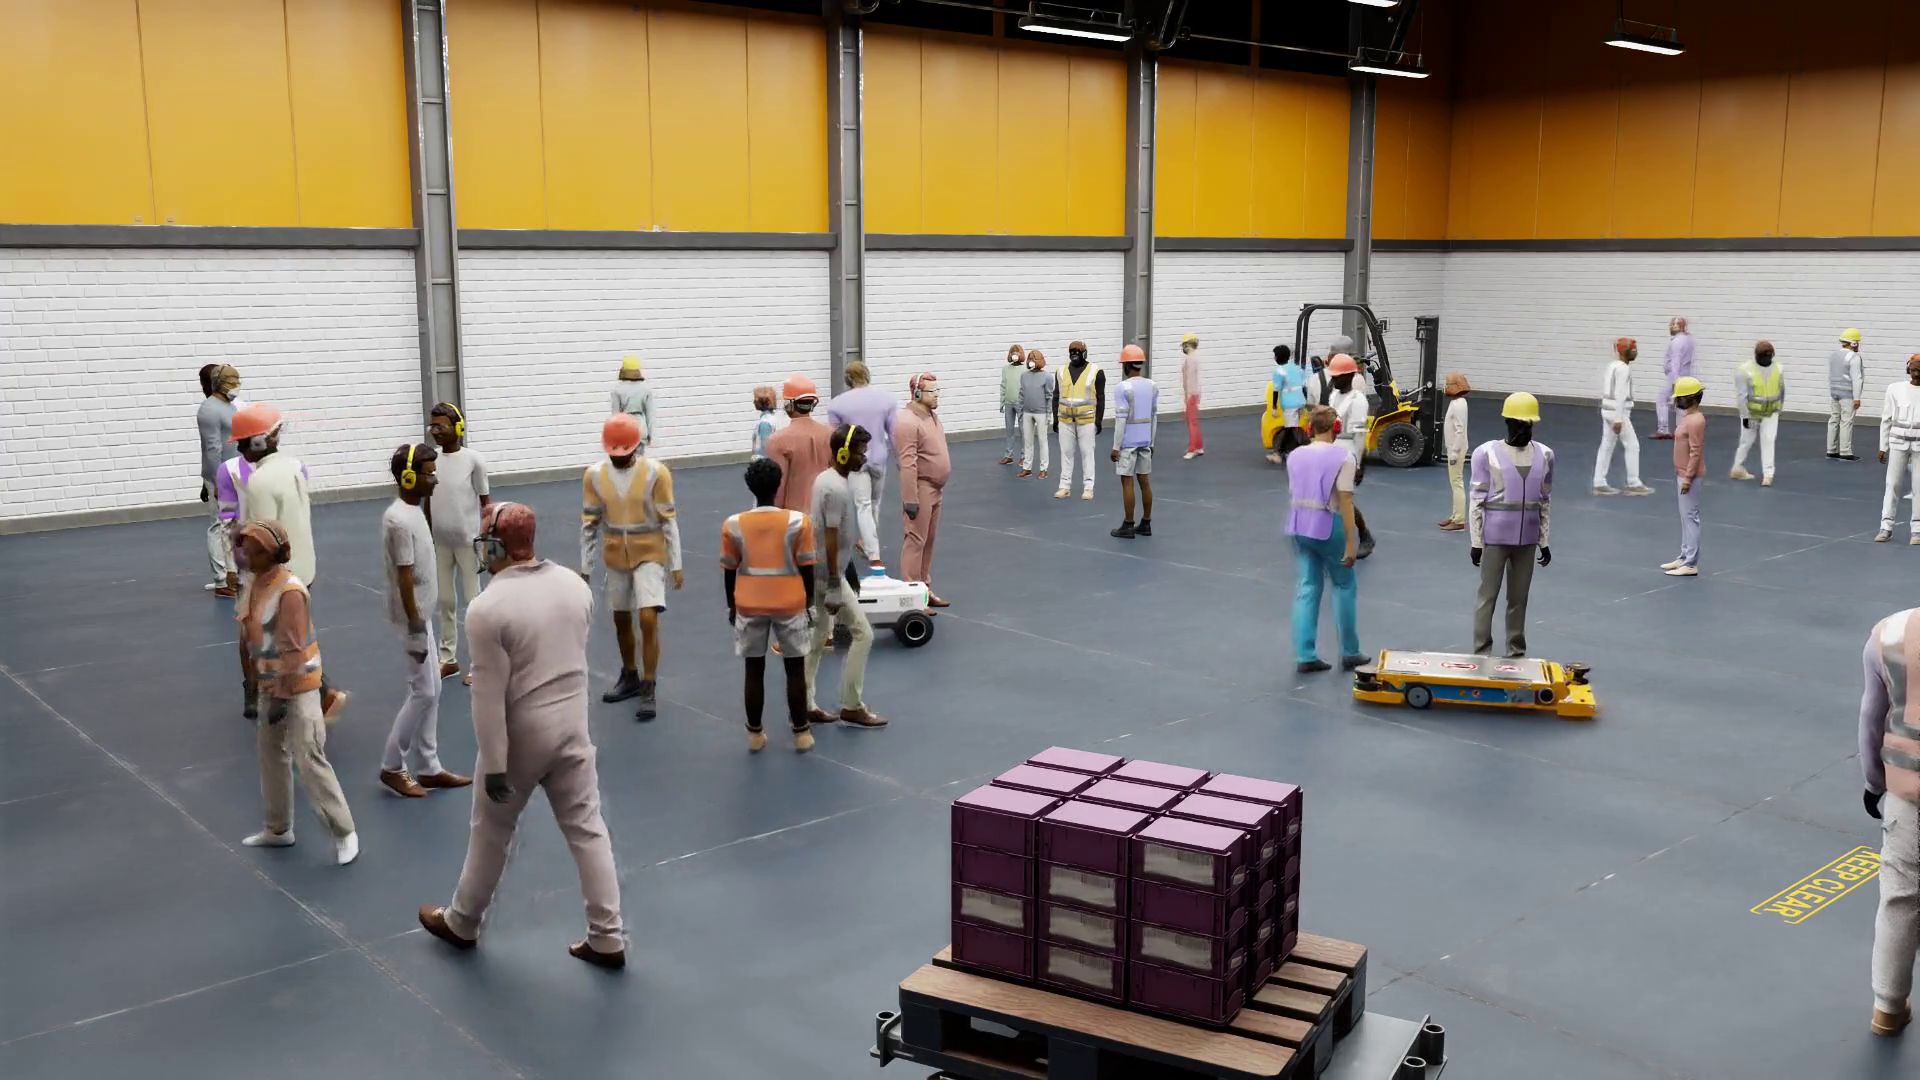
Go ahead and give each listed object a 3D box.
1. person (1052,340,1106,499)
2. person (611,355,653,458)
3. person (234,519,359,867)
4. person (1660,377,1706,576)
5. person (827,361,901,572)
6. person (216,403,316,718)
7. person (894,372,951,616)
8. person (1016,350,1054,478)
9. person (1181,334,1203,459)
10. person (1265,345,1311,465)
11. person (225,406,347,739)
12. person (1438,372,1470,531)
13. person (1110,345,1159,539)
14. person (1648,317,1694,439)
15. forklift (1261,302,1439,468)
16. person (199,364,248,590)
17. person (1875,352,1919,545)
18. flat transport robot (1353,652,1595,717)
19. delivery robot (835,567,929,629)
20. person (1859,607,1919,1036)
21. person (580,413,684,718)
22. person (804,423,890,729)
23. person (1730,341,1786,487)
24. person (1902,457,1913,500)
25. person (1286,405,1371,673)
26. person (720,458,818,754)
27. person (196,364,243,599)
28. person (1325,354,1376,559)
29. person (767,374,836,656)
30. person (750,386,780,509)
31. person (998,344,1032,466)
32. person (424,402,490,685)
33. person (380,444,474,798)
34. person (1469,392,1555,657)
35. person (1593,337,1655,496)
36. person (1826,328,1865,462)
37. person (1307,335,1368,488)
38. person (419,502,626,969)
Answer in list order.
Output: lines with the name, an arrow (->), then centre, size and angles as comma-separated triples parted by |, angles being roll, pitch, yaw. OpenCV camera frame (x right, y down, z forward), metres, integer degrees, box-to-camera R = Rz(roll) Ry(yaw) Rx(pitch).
person -> 1.360, -1.390, 19.306 | 0.634, 1.842, 0.429 | 4, 10, 22
person -> -3.617, -1.184, 18.437 | 0.496, 1.723, 0.475 | -7, 12, -35
person -> -3.121, 0.699, 7.714 | 0.725, 1.619, 0.384 | 9, 13, 43
person -> 6.408, -0.560, 14.694 | 0.328, 1.760, 0.524 | 3, 10, 18
person -> -0.861, -0.682, 15.078 | 0.680, 1.867, 1.023 | -3, 10, -18
person -> -4.240, 0.118, 10.218 | 0.542, 1.930, 0.374 | -7, 12, -35
person -> -0.276, -0.368, 13.134 | 0.408, 1.906, 0.653 | 3, 10, 17
person -> 0.954, -1.598, 21.133 | 0.498, 1.633, 0.282 | 6, 11, 32
person -> 3.220, -2.002, 23.249 | 0.331, 1.724, 0.646 | 3, 10, 15
person -> 4.368, -1.771, 22.125 | 0.559, 1.628, 0.883 | -8, 12, -39
person -> -3.901, 0.209, 9.595 | 0.588, 1.960, 0.645 | 0, 10, 0
person -> 5.078, -0.906, 17.077 | 0.267, 1.632, 0.507 | 3, 10, 14
person -> 1.719, -0.984, 16.652 | 0.552, 1.933, 0.372 | -7, 12, -37
person -> 10.901, -2.476, 25.530 | 0.618, 1.890, 0.653 | 9, 13, 43
forklift -> 5.320, -2.157, 22.763 | 2.313, 2.155, 1.214 | 3, 10, 16
person -> -6.206, -0.533, 14.080 | 0.392, 1.914, 0.589 | 1, 10, 7
person -> 9.318, -0.897, 16.289 | 0.572, 1.887, 0.356 | 7, 12, 35
flat transport robot -> 3.242, 0.892, 10.537 | 1.431, 0.197, 0.652 | 3, 10, 16
delivery robot -> -0.594, 0.437, 12.095 | 0.707, 0.478, 0.477 | -2, 10, -10
person -> 3.522, 0.903, 5.891 | 0.430, 1.840, 0.624 | -9, 13, -42
person -> -2.033, 0.149, 10.210 | 0.647, 1.865, 0.815 | 1, 10, 7
person -> -0.692, 0.227, 9.857 | 0.668, 1.835, 0.480 | -4, 10, -20
person -> 9.885, -1.578, 20.602 | 0.646, 1.790, 0.806 | 1, 10, 6
person -> 11.133, -1.271, 19.235 | 0.398, 1.623, 0.511 | -2, 10, -9
person -> 2.547, -0.007, 11.316 | 0.746, 1.800, 0.651 | -7, 12, -37
person -> -1.071, 0.380, 9.378 | 0.545, 1.695, 0.332 | 1, 10, 4
person -> -6.060, -0.486, 13.750 | 0.370, 1.934, 0.627 | -1, 10, -8
person -> 3.589, -0.757, 15.370 | 0.523, 1.924, 0.559 | -3, 10, -15
person -> -1.107, -0.167, 11.698 | 0.608, 1.995, 0.377 | -9, 13, -42
person -> -1.737, -0.625, 15.467 | 0.526, 1.626, 0.518 | 0, 10, 2
person -> 0.748, -1.817, 22.404 | 0.500, 1.636, 0.280 | 7, 12, 34
person -> -3.314, 0.025, 10.935 | 0.513, 1.872, 0.331 | 3, 10, 18
person -> -2.826, 0.425, 8.653 | 0.465, 1.855, 0.529 | -2, 10, -14
person -> 3.664, -0.024, 11.055 | 0.587, 1.928, 0.362 | -2, 10, -12
person -> 7.861, -1.436, 19.514 | 0.801, 1.857, 0.614 | 1, 10, 8
person -> 12.193, -1.997, 22.873 | 0.404, 1.837, 0.588 | -2, 10, -9
person -> 3.820, -1.076, 16.888 | 0.715, 2.000, 0.691 | -7, 12, -35
person -> -1.738, 0.770, 6.626 | 0.955, 1.856, 0.656 | 6, 12, 33
